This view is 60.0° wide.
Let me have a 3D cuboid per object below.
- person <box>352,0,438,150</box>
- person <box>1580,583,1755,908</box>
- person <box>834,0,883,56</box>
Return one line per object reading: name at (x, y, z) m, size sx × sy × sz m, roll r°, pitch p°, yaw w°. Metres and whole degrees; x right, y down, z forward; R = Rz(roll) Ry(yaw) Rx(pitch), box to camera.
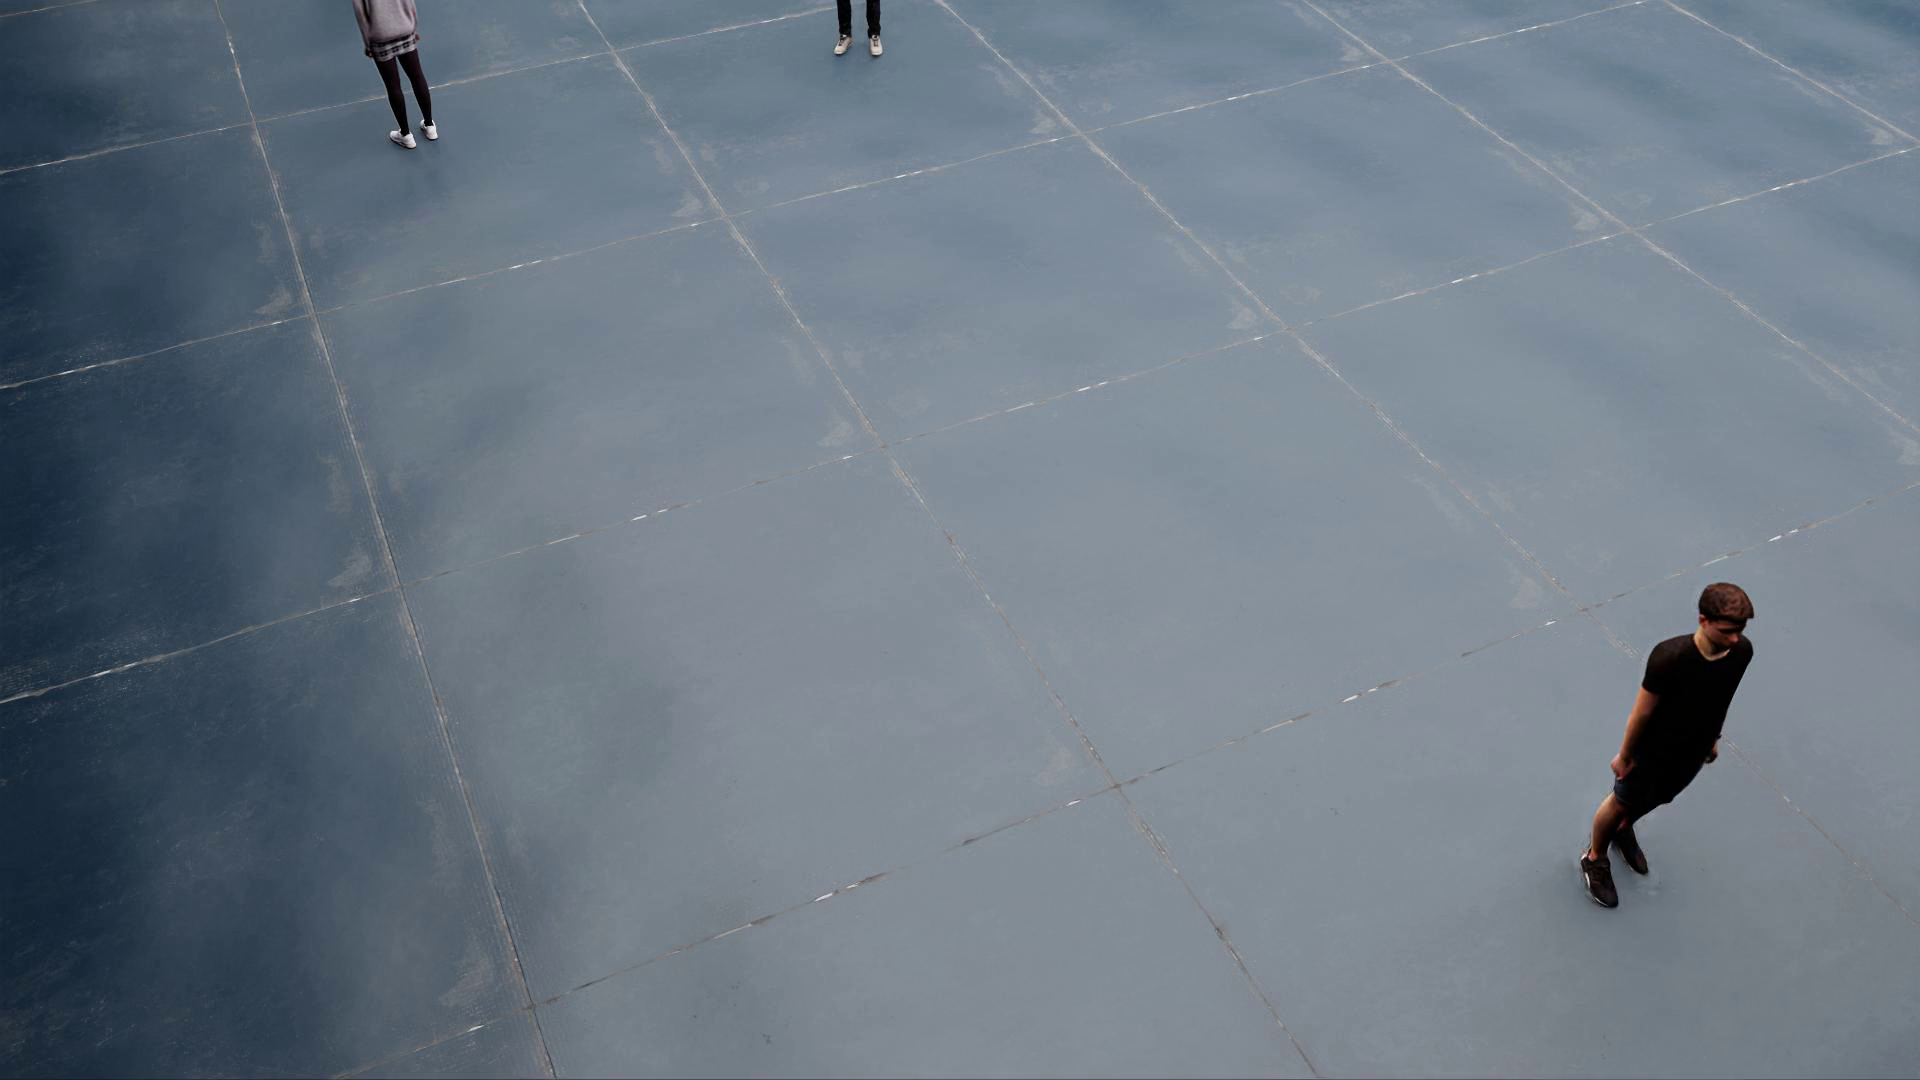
person at (-4.333, -3.853, 12.683) m, size 0.671 × 1.769 × 0.630 m, roll -30°, pitch 50°, yaw -29°
person at (3.151, 0.869, 7.415) m, size 0.725 × 1.860 × 0.752 m, roll -10°, pitch 43°, yaw -11°
person at (-0.857, -4.932, 13.879) m, size 0.721 × 1.760 × 0.719 m, roll 3°, pitch 42°, yaw 3°
